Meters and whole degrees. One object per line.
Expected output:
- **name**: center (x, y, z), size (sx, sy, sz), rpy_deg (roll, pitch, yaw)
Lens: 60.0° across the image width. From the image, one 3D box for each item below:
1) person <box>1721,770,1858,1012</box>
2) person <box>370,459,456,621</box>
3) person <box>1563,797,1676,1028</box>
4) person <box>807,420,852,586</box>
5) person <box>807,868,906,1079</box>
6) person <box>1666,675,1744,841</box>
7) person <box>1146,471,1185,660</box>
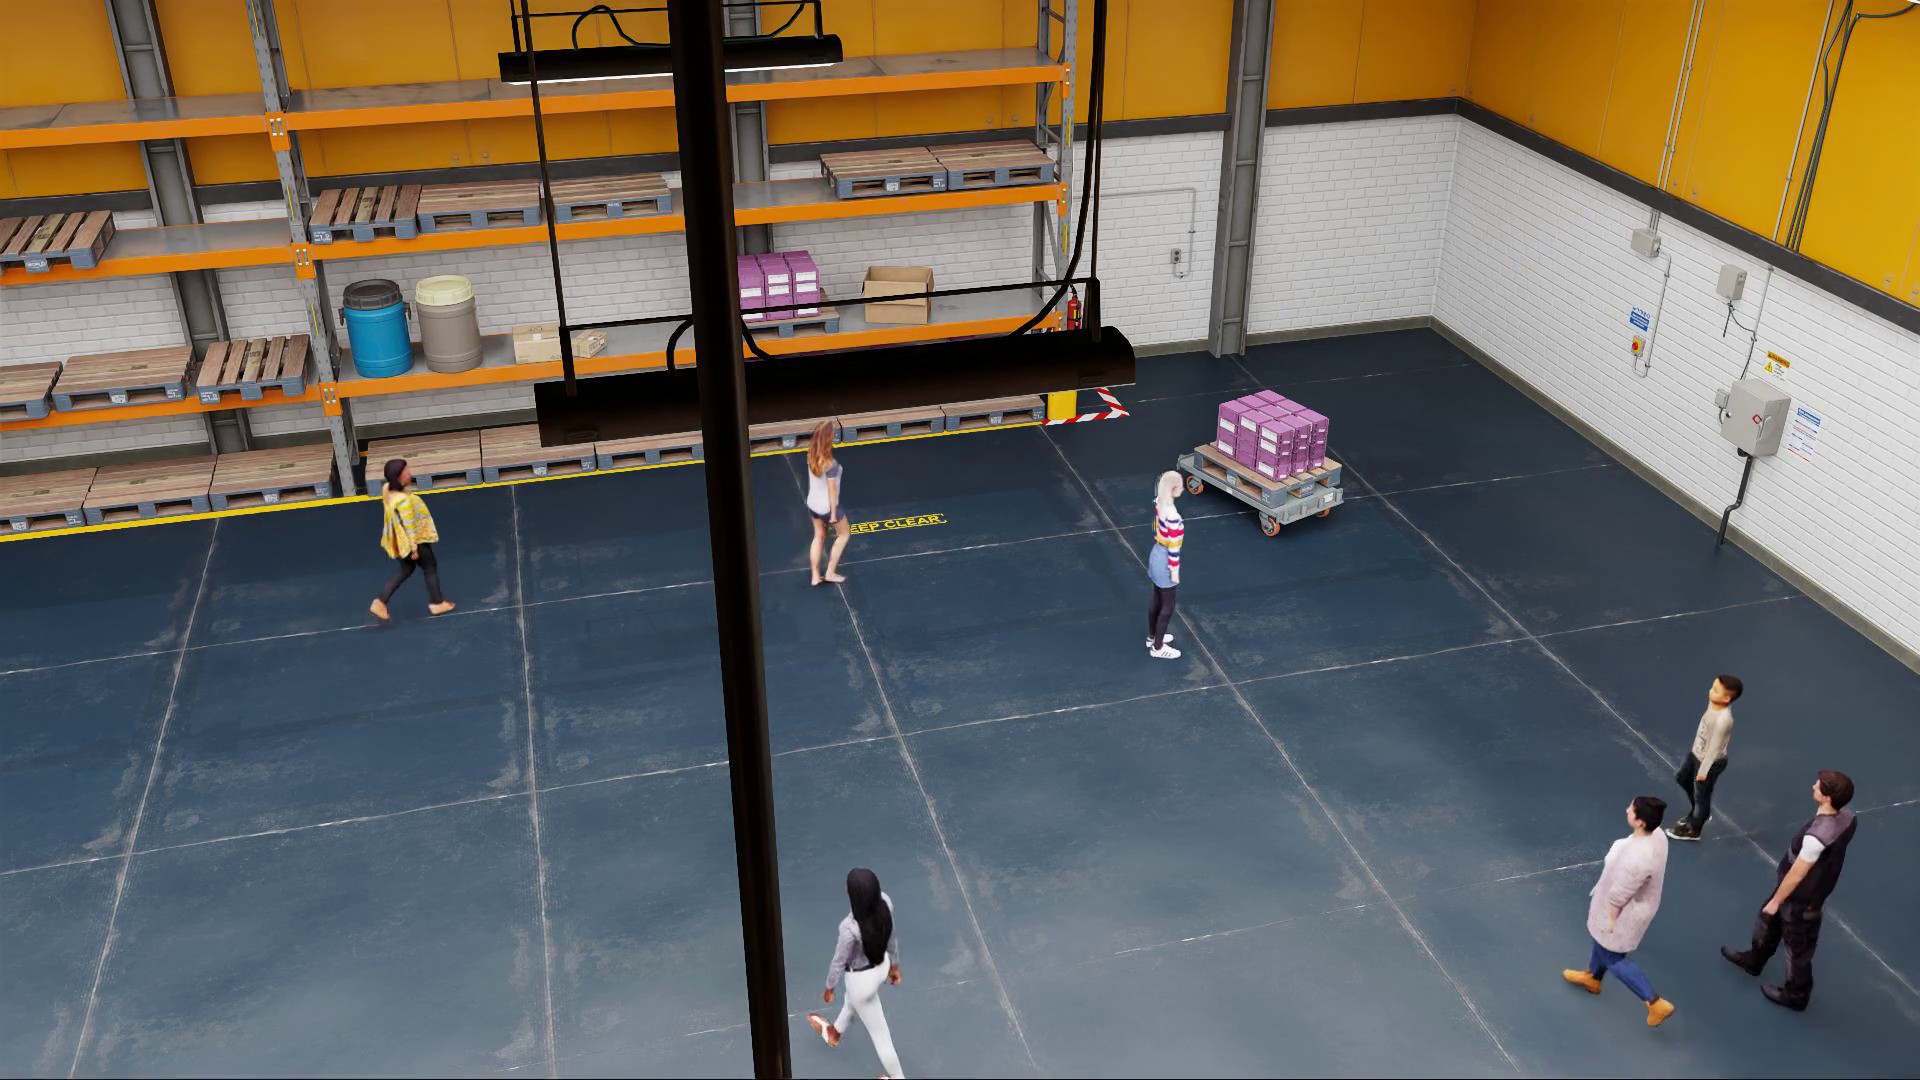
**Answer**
- **person**: center (5.597, 2.320, 10.821), size (0.981, 1.835, 0.957), rpy_deg (24, 37, 37)
- **person**: center (-5.115, 0.038, 15.216), size (1.106, 1.633, 0.932), rpy_deg (-20, 35, -33)
- **person**: center (4.402, 2.404, 10.784), size (1.063, 1.724, 1.066), rpy_deg (23, 36, 35)
- **person**: center (-1.356, -0.307, 15.761), size (0.739, 1.717, 0.718), rpy_deg (-23, 36, -35)
- **person**: center (-0.503, 2.755, 10.186), size (1.132, 1.678, 1.142), rpy_deg (20, 34, 32)
- **person**: center (5.672, 1.638, 12.463), size (0.675, 1.460, 0.654), rpy_deg (5, 29, 10)
- **person**: center (1.813, 0.196, 14.742), size (0.539, 1.809, 0.670), rpy_deg (-6, 29, -11)
